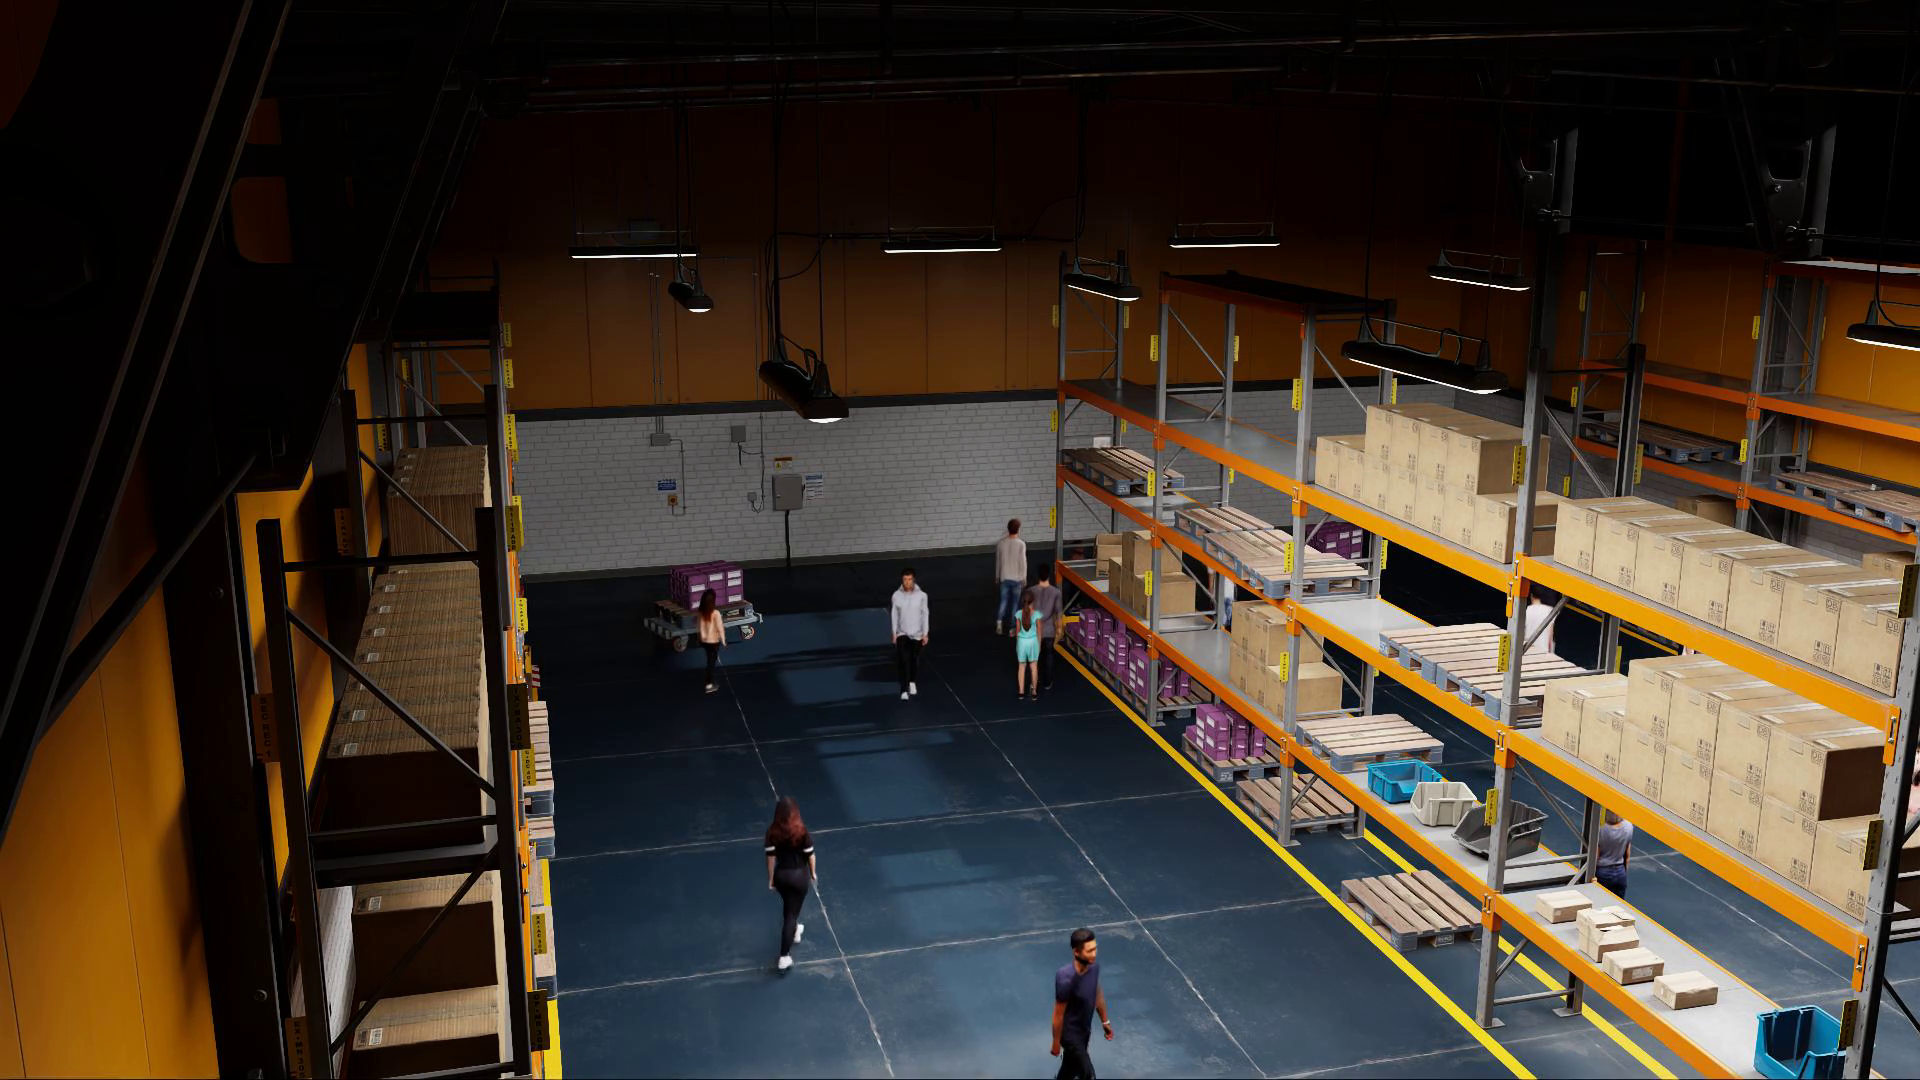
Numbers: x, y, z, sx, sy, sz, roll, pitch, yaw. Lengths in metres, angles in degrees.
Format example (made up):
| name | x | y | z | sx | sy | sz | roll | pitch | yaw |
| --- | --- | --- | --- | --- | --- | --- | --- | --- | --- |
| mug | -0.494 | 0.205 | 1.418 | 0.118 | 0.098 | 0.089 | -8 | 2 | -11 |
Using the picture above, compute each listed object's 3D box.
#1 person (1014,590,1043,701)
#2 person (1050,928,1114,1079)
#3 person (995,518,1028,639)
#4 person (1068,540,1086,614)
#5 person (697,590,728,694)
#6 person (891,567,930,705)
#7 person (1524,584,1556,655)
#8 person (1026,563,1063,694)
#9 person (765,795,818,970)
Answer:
| name | x | y | z | sx | sy | sz | roll | pitch | yaw |
| --- | --- | --- | --- | --- | --- | --- | --- | --- | --- |
| person | 0.947 | 1.447 | 23.131 | 0.626 | 1.559 | 0.648 | 2 | 14 | 10 |
| person | 0.824 | 3.805 | 12.950 | 0.923 | 1.767 | 0.860 | 8 | 16 | 30 |
| person | 0.767 | 0.625 | 25.825 | 0.889 | 1.889 | 0.968 | 6 | 15 | 22 |
| person | 1.896 | 0.597 | 27.310 | 0.644 | 1.243 | 0.597 | 10 | 17 | 35 |
| person | -3.561 | 1.430 | 23.382 | 0.655 | 1.473 | 0.737 | 11 | 17 | 38 |
| person | -0.682 | 1.290 | 23.104 | 0.864 | 1.876 | 1.233 | -1 | 14 | -2 |
| person | 7.742 | 1.496 | 22.327 | 0.795 | 1.842 | 0.864 | 0 | 14 | -2 |
| person | 1.127 | 1.256 | 23.320 | 0.823 | 1.840 | 0.940 | 1 | 14 | 3 |
| person | -1.602 | 3.240 | 15.645 | 0.934 | 1.596 | 1.182 | 3 | 14 | 10 |
